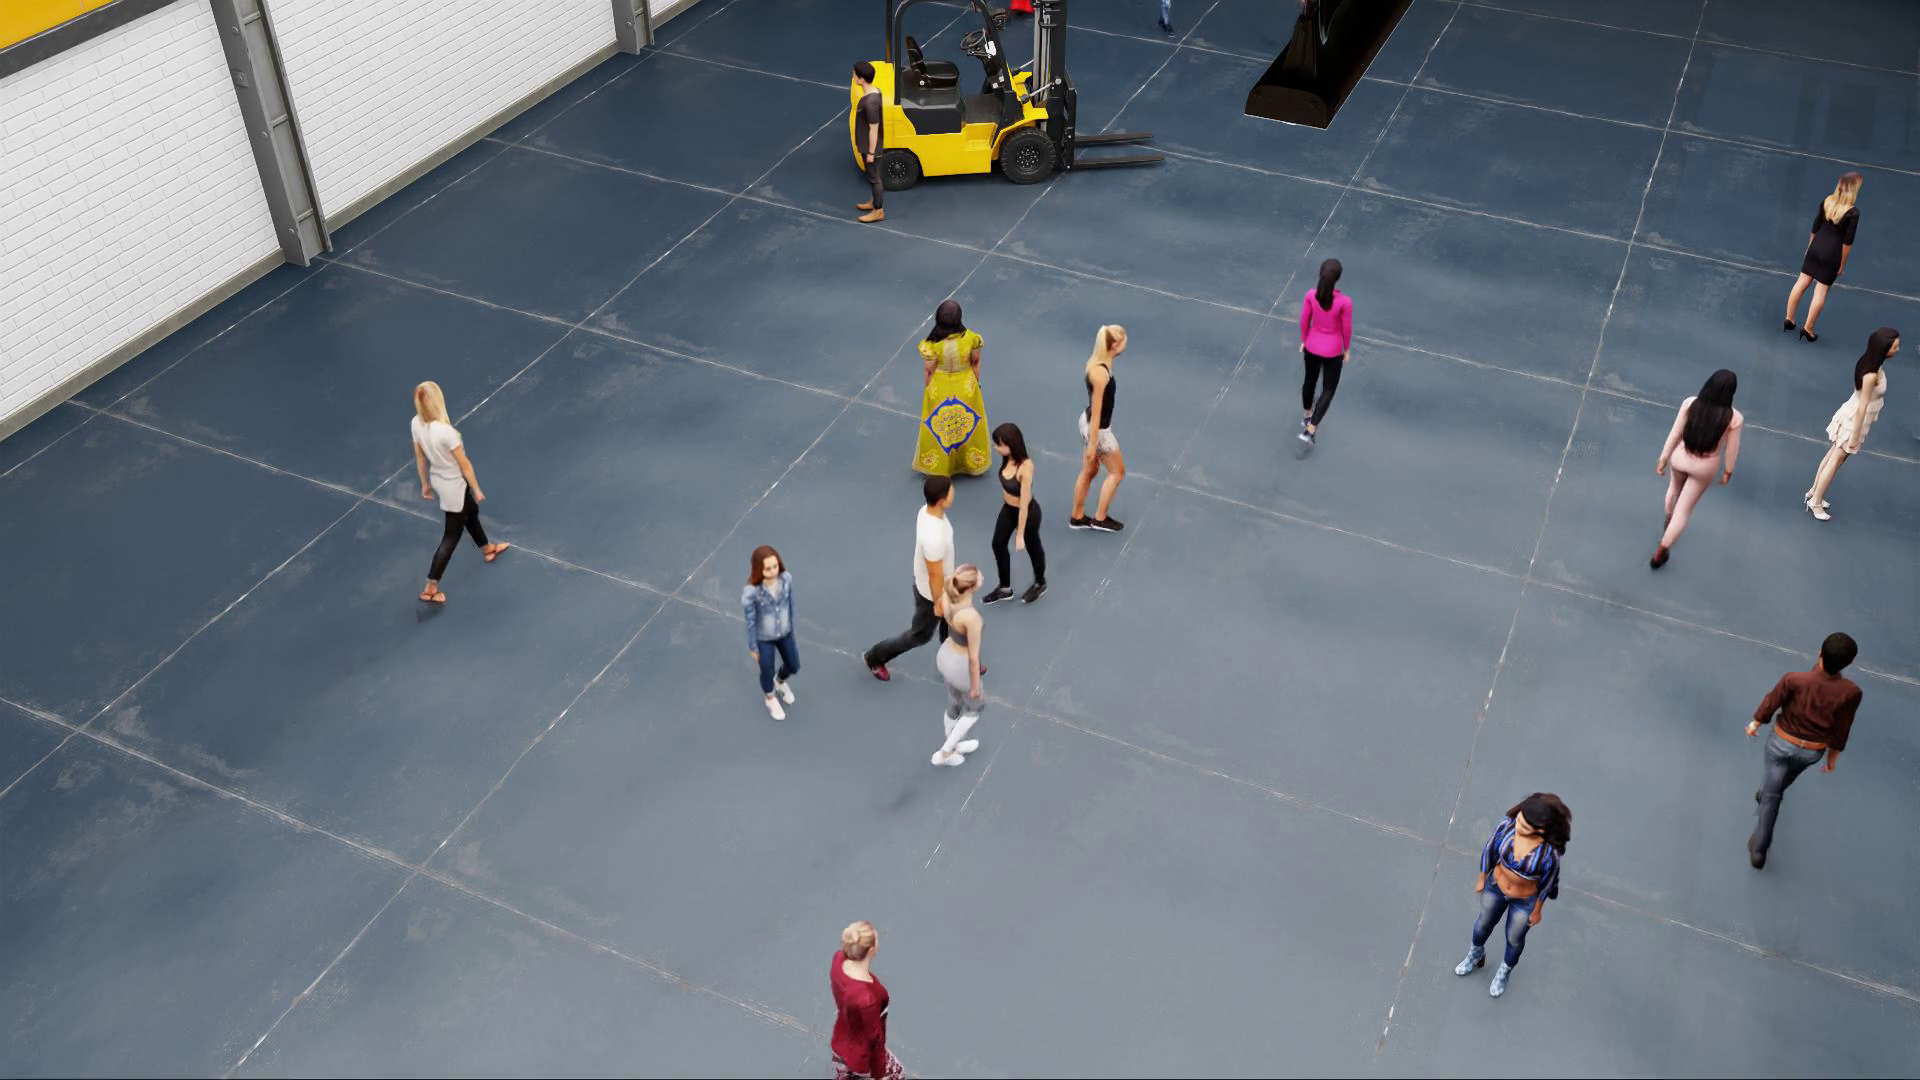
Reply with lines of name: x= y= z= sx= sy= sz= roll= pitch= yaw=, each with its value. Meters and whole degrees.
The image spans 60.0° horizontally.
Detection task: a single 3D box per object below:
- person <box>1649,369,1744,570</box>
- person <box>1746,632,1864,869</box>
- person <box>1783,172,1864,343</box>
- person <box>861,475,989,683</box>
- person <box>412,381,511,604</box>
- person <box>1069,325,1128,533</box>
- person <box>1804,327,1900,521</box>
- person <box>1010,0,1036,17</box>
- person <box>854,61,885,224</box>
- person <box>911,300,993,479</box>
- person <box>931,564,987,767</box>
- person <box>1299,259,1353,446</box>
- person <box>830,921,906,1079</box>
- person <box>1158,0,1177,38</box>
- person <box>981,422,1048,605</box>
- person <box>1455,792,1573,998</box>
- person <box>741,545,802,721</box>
person: x=5.547 y=-0.500 z=12.672 sx=0.817 sy=1.690 sz=1.074 roll=27 pitch=46 yaw=29
person: x=5.187 y=1.347 z=10.312 sx=0.780 sy=1.750 sz=1.065 roll=10 pitch=40 yaw=12
person: x=7.972 y=-2.619 z=15.336 sx=0.643 sy=1.677 sz=0.609 roll=-17 pitch=42 yaw=-20
person: x=-0.283 y=0.320 z=11.595 sx=1.038 sy=1.763 sz=1.180 roll=2 pitch=39 yaw=2
person: x=-3.846 y=-0.321 z=12.371 sx=0.711 sy=1.786 sz=1.215 roll=21 pitch=43 yaw=25
person: x=0.983 y=-0.871 z=13.027 sx=0.852 sy=1.827 sz=0.765 roll=2 pitch=39 yaw=2
person: x=7.054 y=-0.928 z=13.171 sx=0.626 sy=1.736 sz=0.459 roll=15 pitch=41 yaw=18
person: x=0.939 y=-7.681 z=21.595 sx=0.681 sy=1.787 sz=0.756 roll=24 pitch=44 yaw=27
person: x=-0.912 y=-4.131 z=17.201 sx=0.765 sy=1.713 sz=0.643 roll=-1 pitch=39 yaw=-1
person: x=-0.071 y=-1.220 z=13.606 sx=0.999 sy=1.659 sz=1.030 roll=-8 pitch=39 yaw=-10
person: x=-0.078 y=0.874 z=10.954 sx=0.805 sy=1.688 sz=0.752 roll=-25 pitch=45 yaw=-28
person: x=3.054 y=-1.573 z=14.025 sx=0.683 sy=1.690 sz=0.928 roll=22 pitch=44 yaw=26
person: x=-0.554 y=2.686 z=8.691 sx=0.792 sy=1.680 sz=0.753 roll=-21 pitch=43 yaw=-25
person: x=2.645 y=-7.165 z=21.378 sx=0.732 sy=1.240 sz=0.742 roll=-25 pitch=45 yaw=-28
person: x=0.515 y=-0.210 z=12.372 sx=0.936 sy=1.613 sz=0.864 roll=-24 pitch=44 yaw=-27
person: x=3.181 y=2.029 z=9.563 sx=0.678 sy=1.618 sz=0.659 roll=31 pitch=48 yaw=33
person: x=-1.337 y=0.606 z=11.467 sx=0.636 sy=1.465 sz=0.726 roll=-23 pitch=44 yaw=-26
